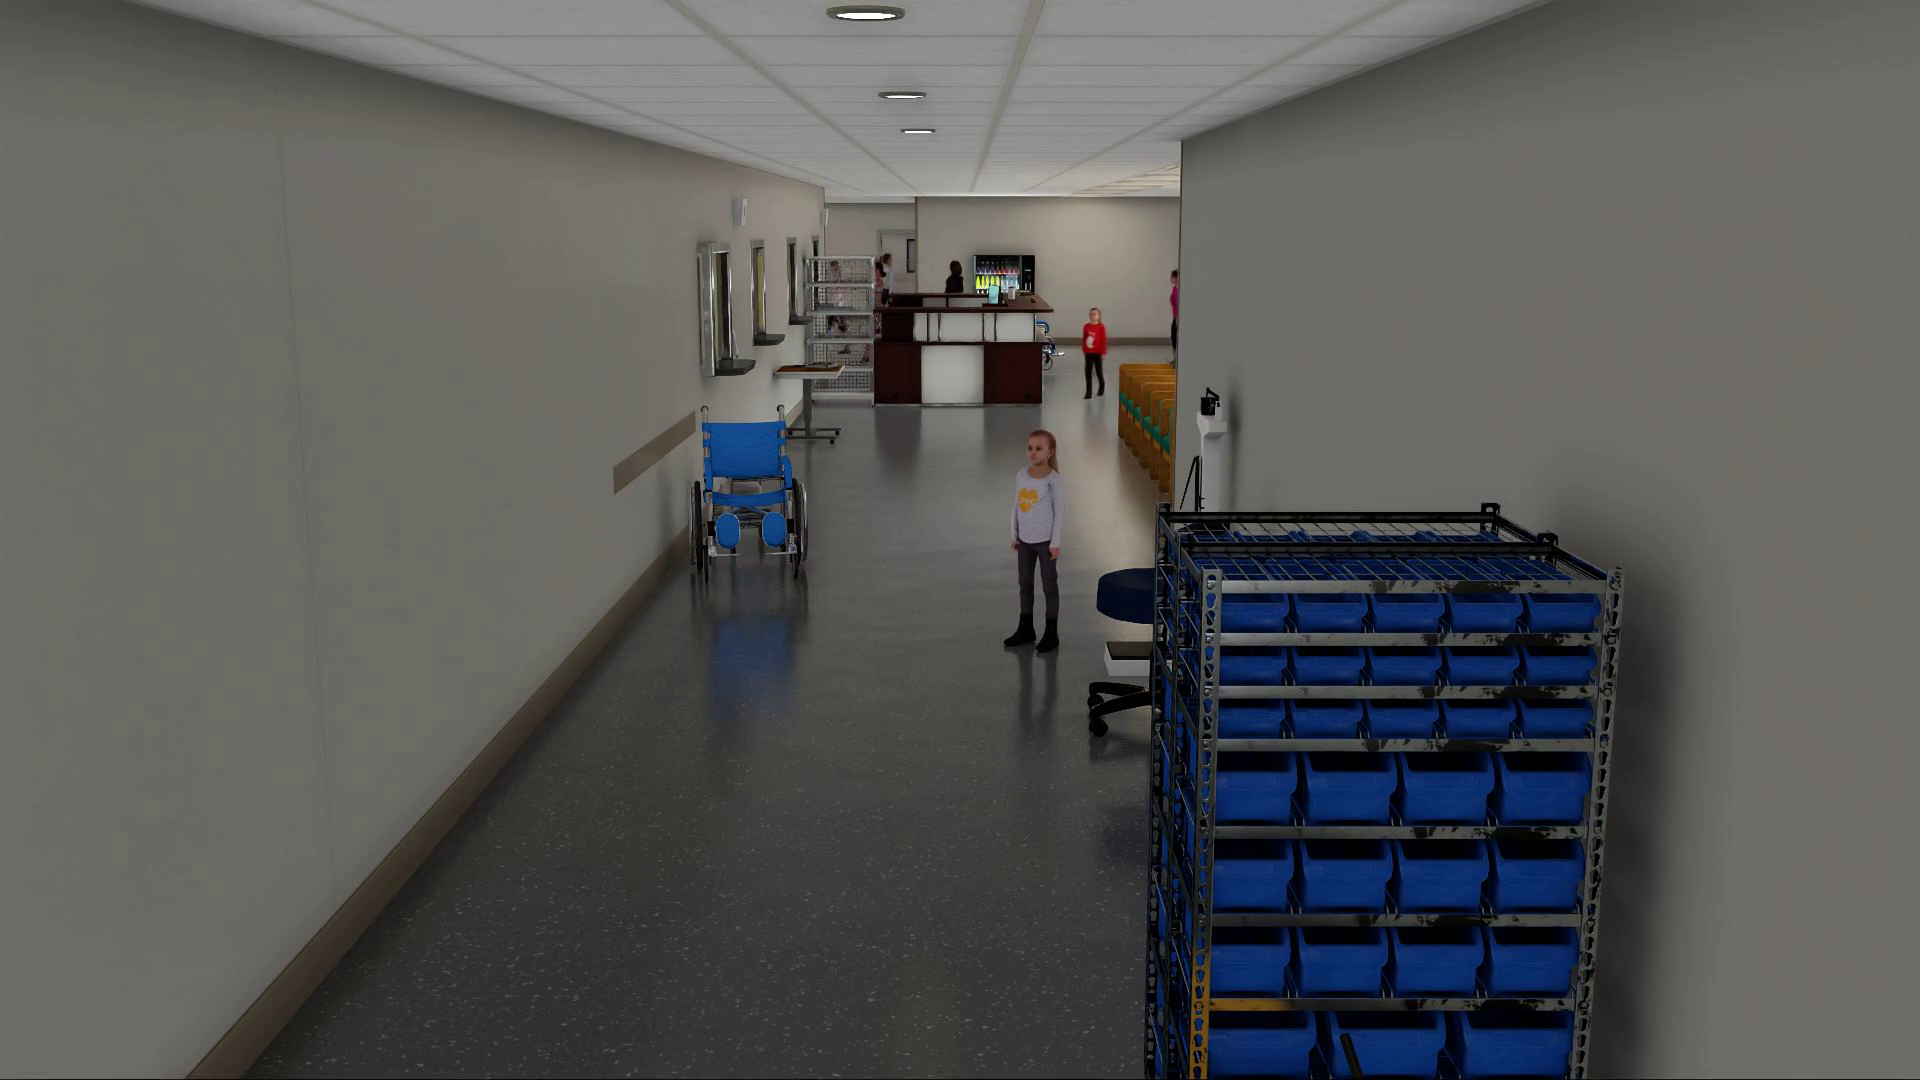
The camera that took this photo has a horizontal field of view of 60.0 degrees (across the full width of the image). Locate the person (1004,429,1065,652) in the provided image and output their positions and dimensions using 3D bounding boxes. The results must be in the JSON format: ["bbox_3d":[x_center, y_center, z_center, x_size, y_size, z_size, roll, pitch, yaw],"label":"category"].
[{"bbox_3d":[0.458,-0.011,9.684,0.578,1.277,0.646,8,14,38],"label":"person"}]

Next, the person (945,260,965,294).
[{"bbox_3d":[-0.179,-4.003,29.298,0.728,1.807,0.695,0,11,1],"label":"person"}]

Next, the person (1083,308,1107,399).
[{"bbox_3d":[1.917,-2.642,23.586,0.865,1.264,0.737,4,11,19],"label":"person"}]

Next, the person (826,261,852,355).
[{"bbox_3d":[-2.222,-4.314,31.079,0.948,1.756,0.648,-1,11,-5],"label":"person"}]
